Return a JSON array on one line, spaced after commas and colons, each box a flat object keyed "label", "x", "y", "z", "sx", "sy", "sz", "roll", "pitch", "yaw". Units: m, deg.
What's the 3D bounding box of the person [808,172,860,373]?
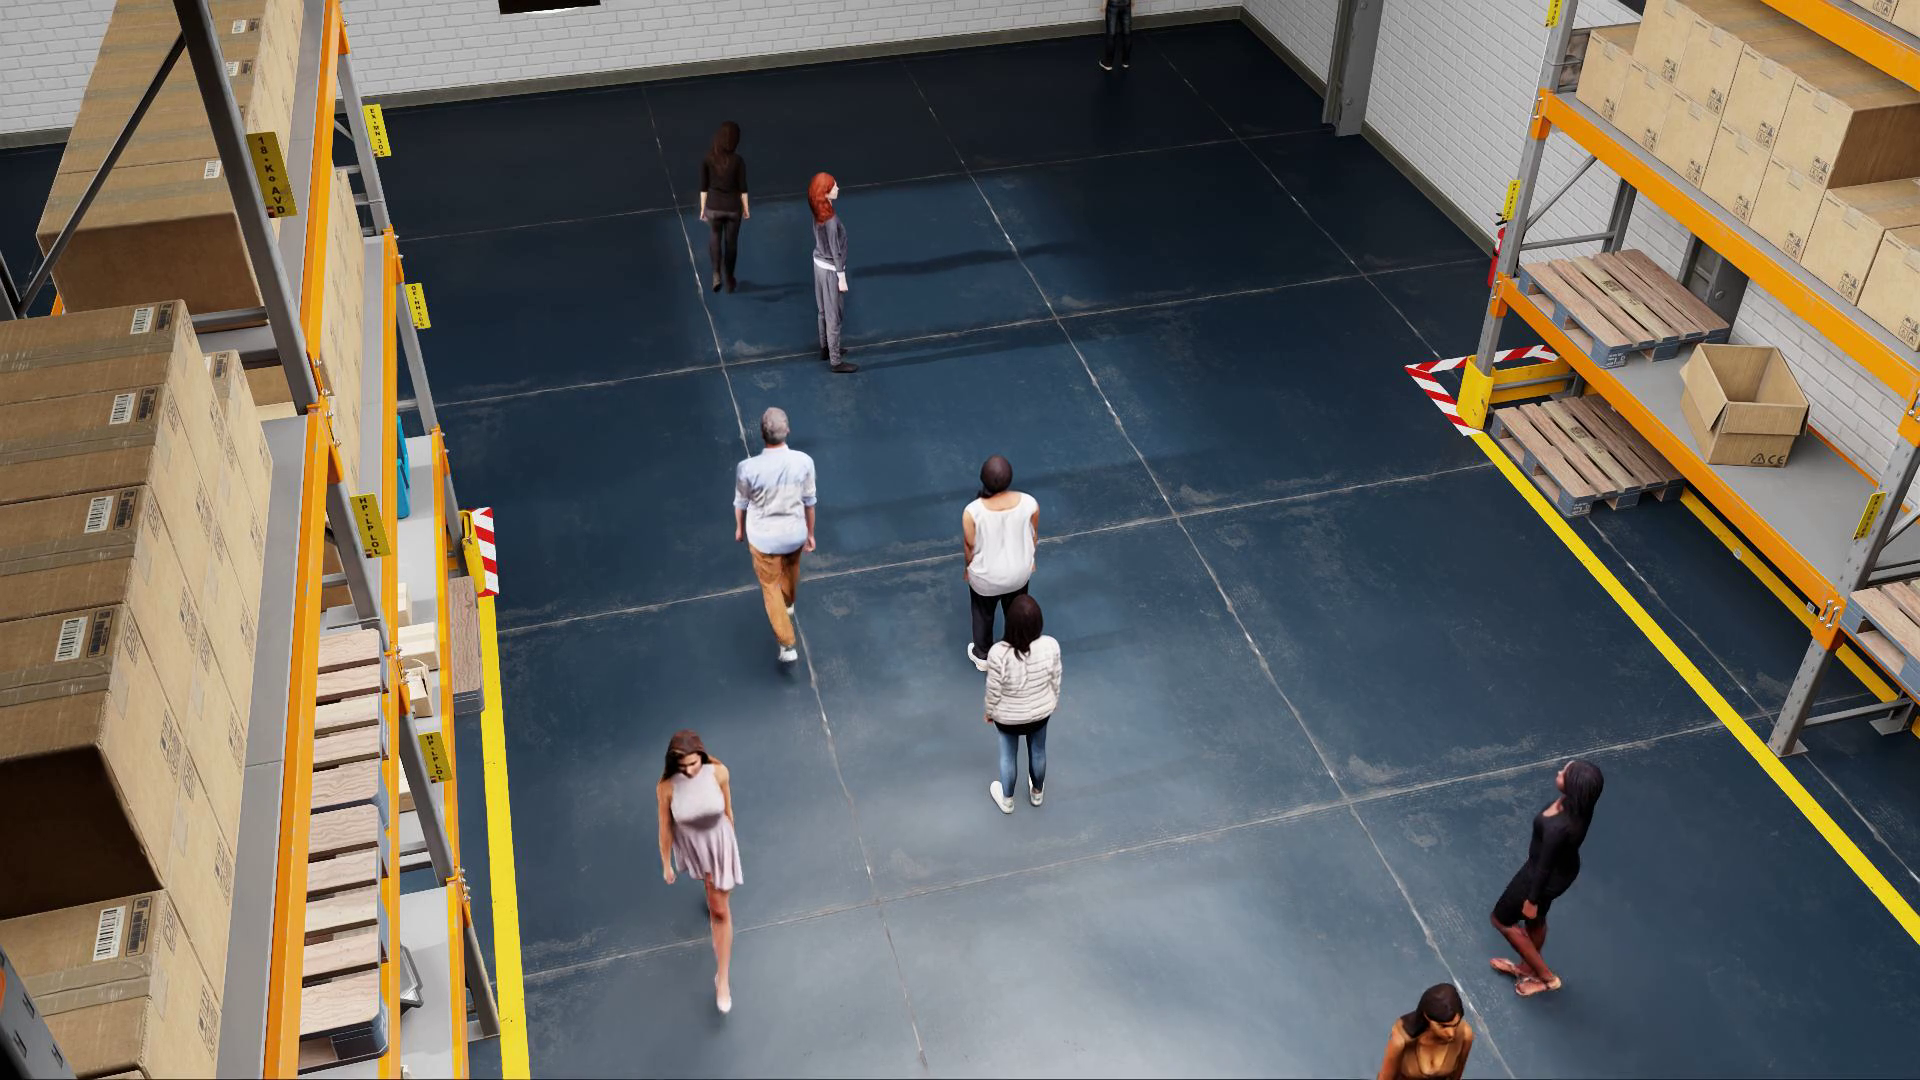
[{"label": "person", "x": -1.073, "y": -2.212, "z": 13.725, "sx": 0.666, "sy": 1.780, "sz": 0.493, "roll": -16, "pitch": 41, "yaw": -19}]

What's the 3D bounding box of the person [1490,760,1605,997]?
[{"label": "person", "x": 3.146, "y": 1.817, "z": 8.736, "sx": 0.837, "sy": 1.711, "sz": 0.780, "roll": 25, "pitch": 45, "yaw": 28}]

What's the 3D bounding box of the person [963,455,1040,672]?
[{"label": "person", "x": 0.245, "y": 0.143, "z": 10.851, "sx": 0.651, "sy": 1.688, "sz": 0.601, "roll": -8, "pitch": 39, "yaw": -9}]

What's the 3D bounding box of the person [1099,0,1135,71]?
[{"label": "person", "x": 1.792, "y": -6.052, "z": 18.787, "sx": 0.540, "sy": 1.465, "sz": 0.502, "roll": -9, "pitch": 39, "yaw": -11}]

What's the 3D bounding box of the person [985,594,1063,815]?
[{"label": "person", "x": 0.369, "y": 0.975, "z": 9.848, "sx": 0.602, "sy": 1.638, "sz": 0.528, "roll": -9, "pitch": 40, "yaw": -11}]

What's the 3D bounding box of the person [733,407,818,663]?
[{"label": "person", "x": -1.185, "y": -0.002, "z": 10.946, "sx": 0.744, "sy": 1.795, "sz": 1.160, "roll": -13, "pitch": 40, "yaw": -16}]

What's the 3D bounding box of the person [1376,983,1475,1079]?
[{"label": "person", "x": 2.101, "y": 2.562, "z": 7.832, "sx": 0.633, "sy": 1.676, "sz": 0.716, "roll": -2, "pitch": 39, "yaw": -3}]

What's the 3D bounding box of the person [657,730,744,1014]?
[{"label": "person", "x": -1.404, "y": 1.615, "z": 8.993, "sx": 0.617, "sy": 1.706, "sz": 1.162, "roll": -7, "pitch": 39, "yaw": -8}]

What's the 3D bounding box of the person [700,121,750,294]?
[{"label": "person", "x": -2.076, "y": -2.872, "z": 14.684, "sx": 0.682, "sy": 1.616, "sz": 0.779, "roll": -3, "pitch": 39, "yaw": -3}]
